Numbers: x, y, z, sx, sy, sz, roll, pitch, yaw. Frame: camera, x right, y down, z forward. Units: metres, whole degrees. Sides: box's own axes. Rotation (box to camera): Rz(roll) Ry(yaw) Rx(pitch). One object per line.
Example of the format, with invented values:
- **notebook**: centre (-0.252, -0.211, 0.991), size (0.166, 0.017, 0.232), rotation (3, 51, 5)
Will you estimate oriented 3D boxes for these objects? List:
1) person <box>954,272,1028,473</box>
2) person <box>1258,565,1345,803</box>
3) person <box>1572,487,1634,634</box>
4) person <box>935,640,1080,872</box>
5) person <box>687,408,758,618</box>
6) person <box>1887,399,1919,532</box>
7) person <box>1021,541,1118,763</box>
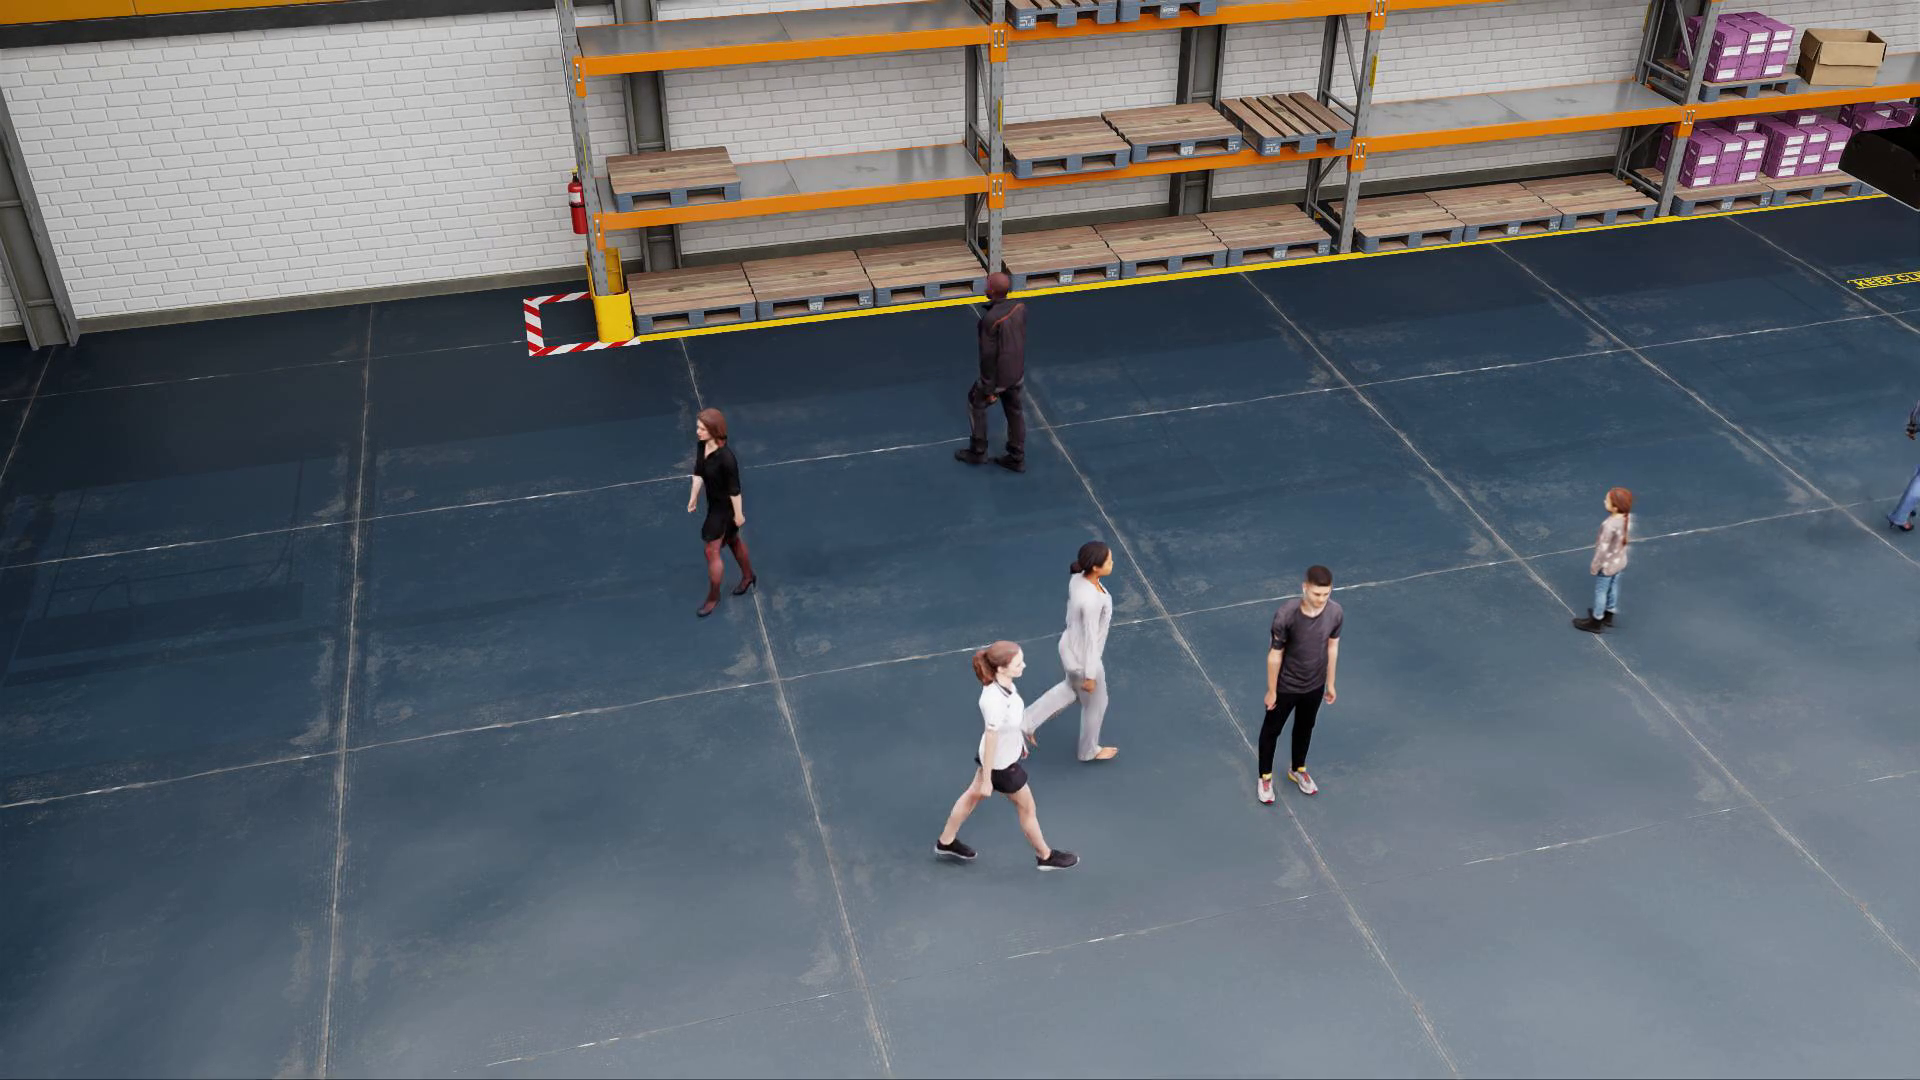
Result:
- **person**: centre (0.429, -1.370, 13.952), size (0.988, 1.810, 0.951), rotation (29, 43, 36)
- **person**: centre (2.157, 0.893, 10.591), size (0.473, 1.761, 0.684), rotation (-8, 34, -12)
- **person**: centre (4.787, 0.142, 12.237), size (0.514, 1.190, 0.610), rotation (-26, 42, -34)
- **person**: centre (0.152, 1.326, 9.993), size (1.199, 1.702, 0.852), rotation (3, 34, 4)
- **person**: centre (-1.699, -0.270, 12.410), size (0.895, 1.684, 0.757), rotation (-20, 38, -27)
- **person**: centre (7.661, -0.825, 13.160), size (0.636, 1.779, 0.644), rotation (-9, 35, -13)
- **person**: centre (0.727, 0.754, 10.844), size (0.961, 1.713, 0.709), rotation (-2, 34, -2)
